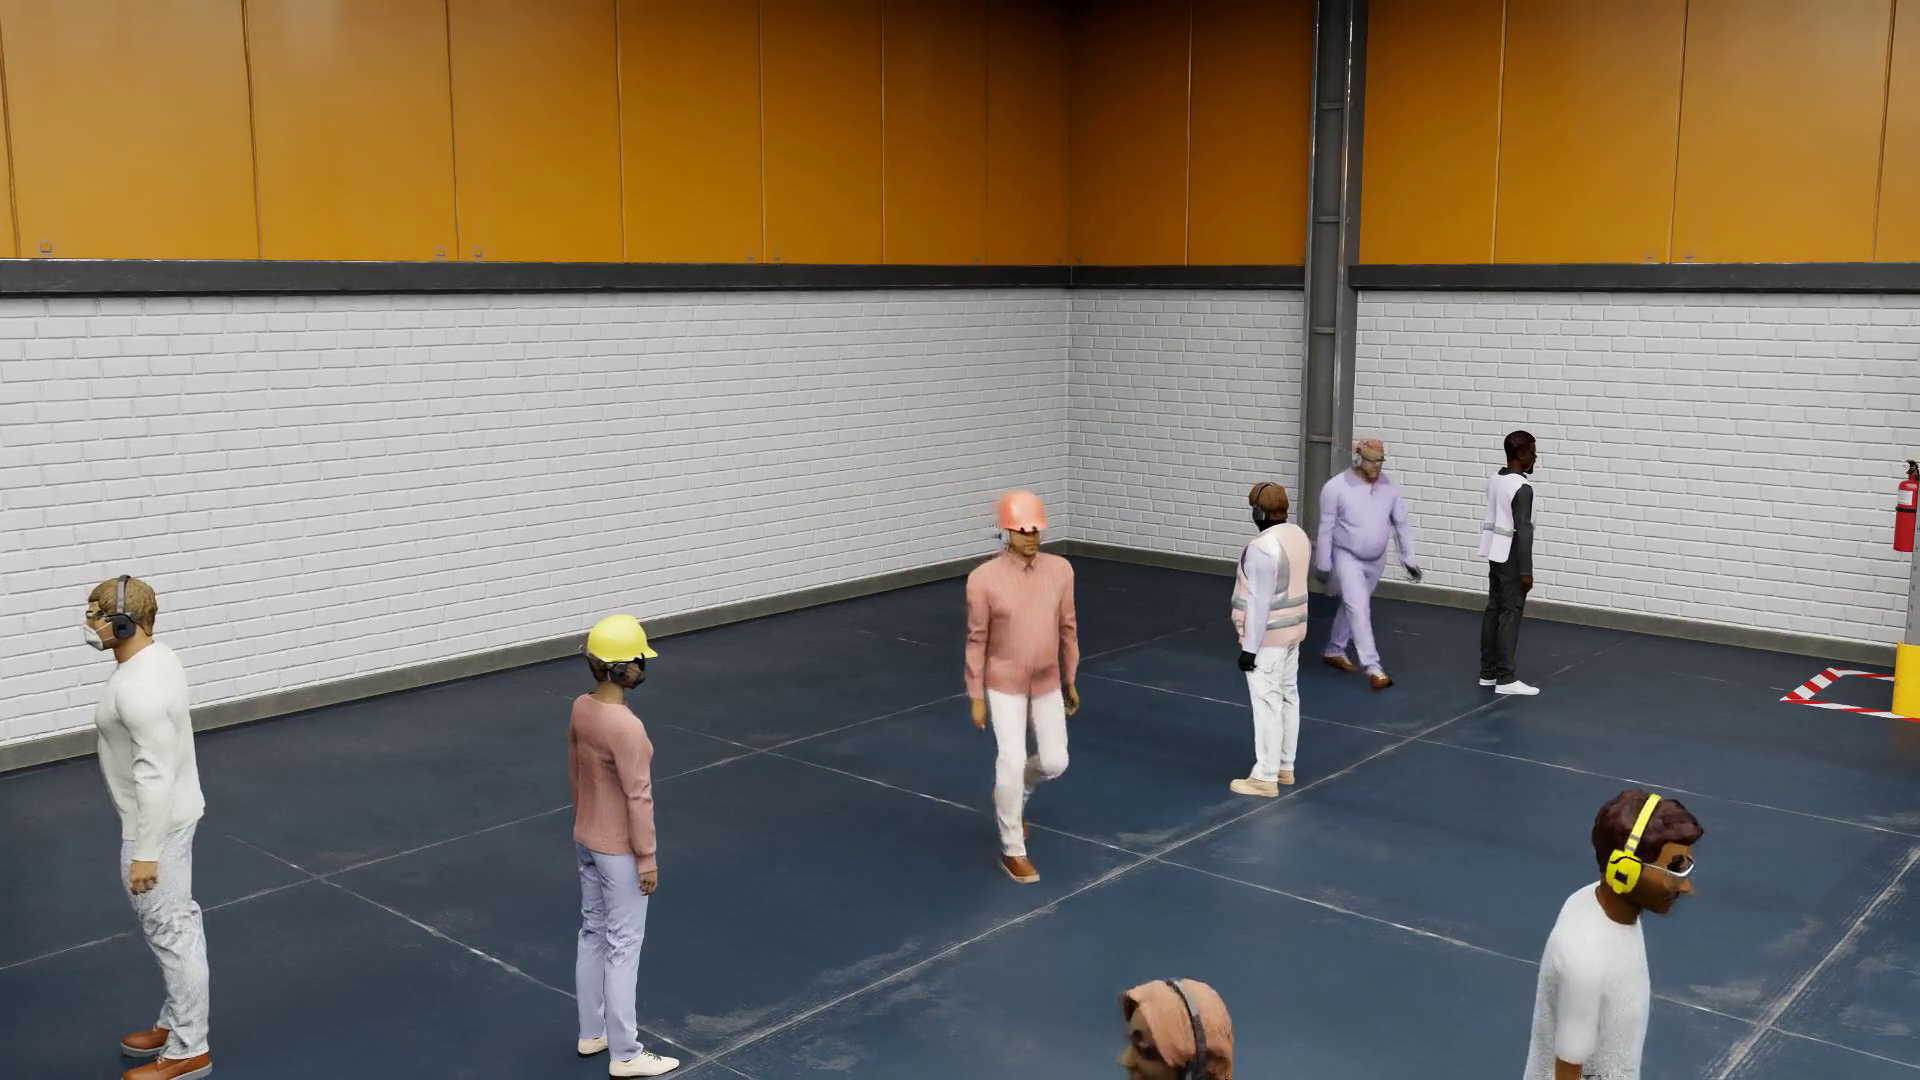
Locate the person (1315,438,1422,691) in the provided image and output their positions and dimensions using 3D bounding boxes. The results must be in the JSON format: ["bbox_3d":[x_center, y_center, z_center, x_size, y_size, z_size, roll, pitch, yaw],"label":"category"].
[{"bbox_3d":[3.006,0.159,12.363,0.655,1.841,1.033,-3,10,-20],"label":"person"}]

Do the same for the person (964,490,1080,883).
[{"bbox_3d":[0.290,0.713,8.443,0.634,1.973,0.570,-4,10,-26],"label":"person"}]

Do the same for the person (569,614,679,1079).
[{"bbox_3d":[-1.291,1.154,6.334,0.323,1.767,0.533,-7,11,-37],"label":"person"}]

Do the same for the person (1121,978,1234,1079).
[{"bbox_3d":[0.429,1.682,3.432,0.339,1.637,0.541,-1,9,-7],"label":"person"}]

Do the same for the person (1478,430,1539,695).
[{"bbox_3d":[3.995,0.159,12.099,0.386,1.918,0.595,-1,9,-6],"label":"person"}]

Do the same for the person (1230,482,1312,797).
[{"bbox_3d":[1.801,0.576,9.734,0.430,1.841,0.624,6,11,35],"label":"person"}]

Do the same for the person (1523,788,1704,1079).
[{"bbox_3d":[1.535,1.479,4.126,0.495,1.840,0.687,5,10,27],"label":"person"}]

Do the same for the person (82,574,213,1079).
[{"bbox_3d":[-3.033,1.083,6.237,0.372,1.939,0.629,-4,10,-22],"label":"person"}]
